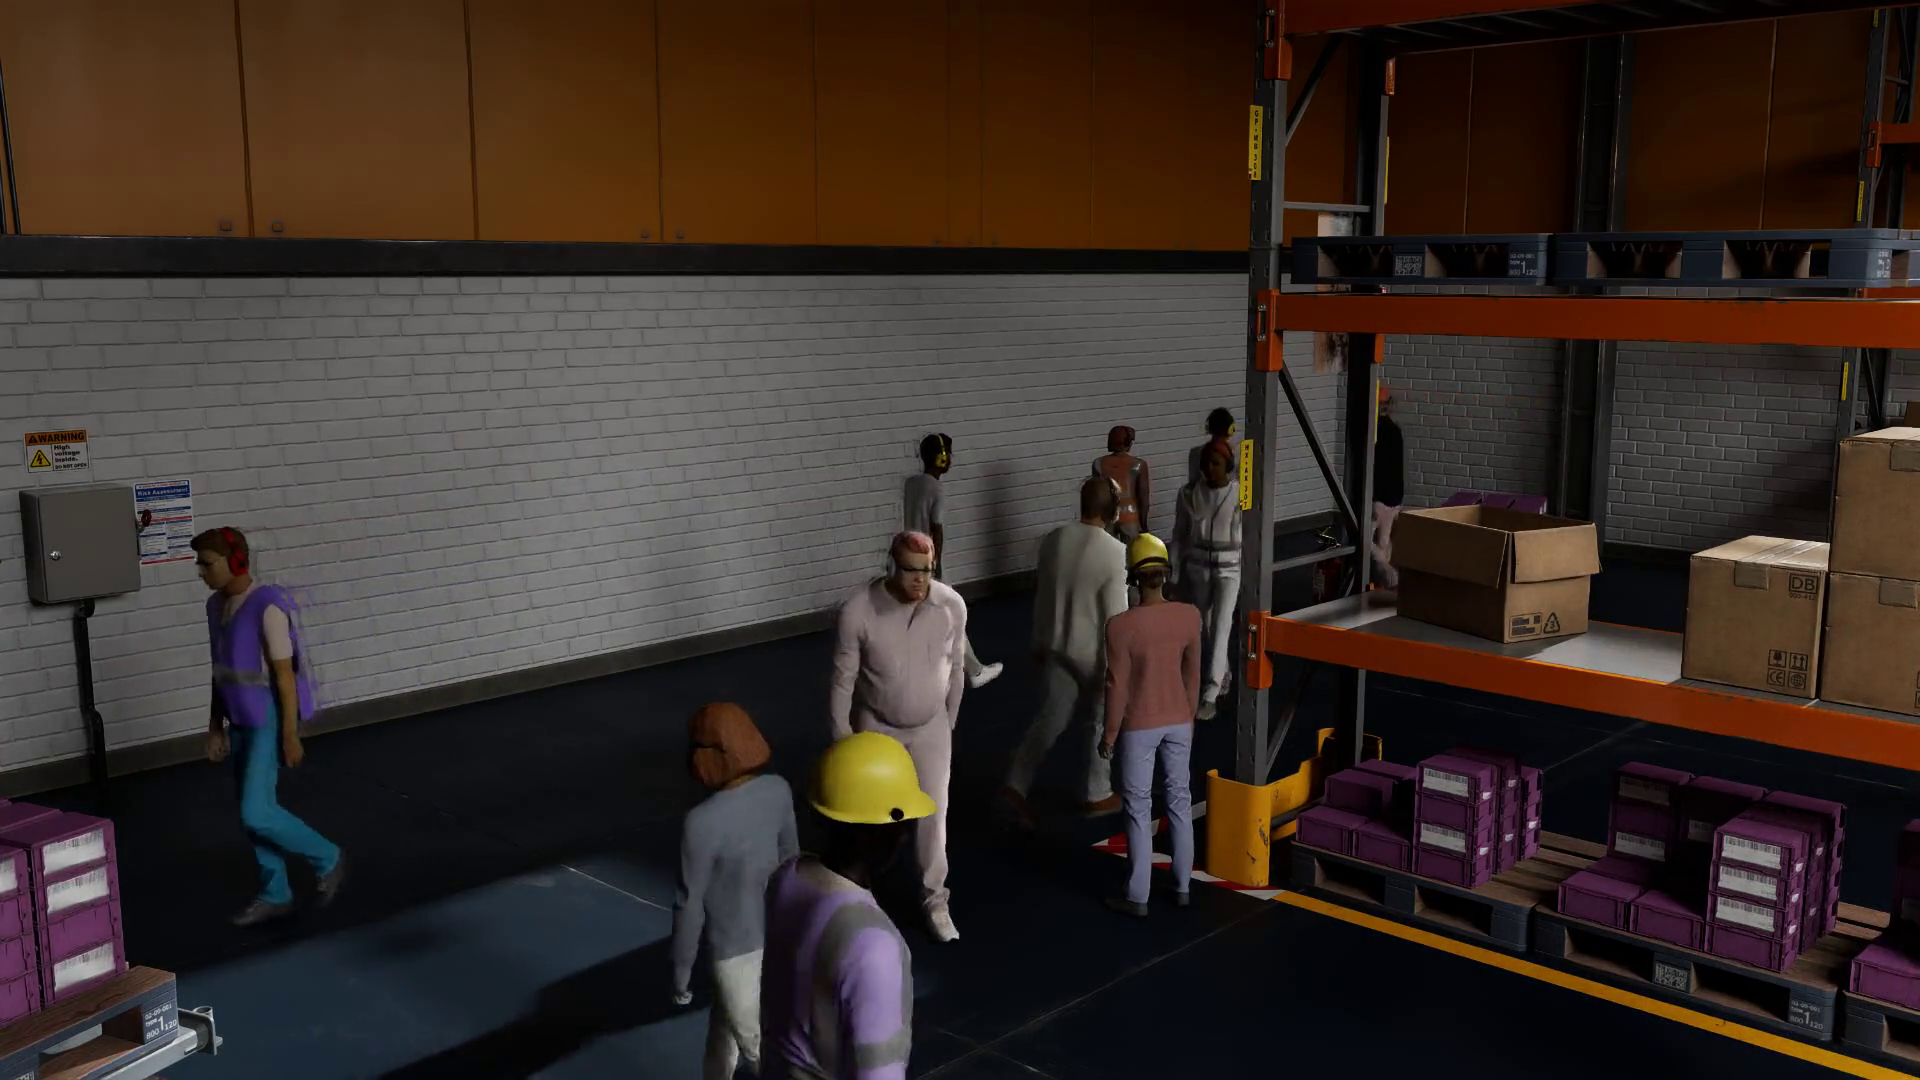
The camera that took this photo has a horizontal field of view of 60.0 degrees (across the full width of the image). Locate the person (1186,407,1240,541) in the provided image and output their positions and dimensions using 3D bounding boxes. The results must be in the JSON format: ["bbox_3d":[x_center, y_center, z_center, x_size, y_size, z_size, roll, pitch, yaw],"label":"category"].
[{"bbox_3d":[2.111,-0.179,13.688,0.496,1.827,0.976,4,10,25],"label":"person"}]

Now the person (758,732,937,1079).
[{"bbox_3d":[-0.304,1.370,3.937,0.415,1.912,0.703,-6,11,-34],"label":"person"}]

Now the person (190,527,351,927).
[{"bbox_3d":[-3.133,0.835,7.462,0.603,1.819,0.475,8,12,42],"label":"person"}]

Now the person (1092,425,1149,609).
[{"bbox_3d":[1.347,-0.149,14.061,0.515,1.636,0.315,4,10,25],"label":"person"}]

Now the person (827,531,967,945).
[{"bbox_3d":[-0.305,0.816,7.661,0.659,1.813,1.156,-3,10,-16],"label":"person"}]

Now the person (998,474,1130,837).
[{"bbox_3d":[0.557,0.605,8.685,0.940,1.902,0.670,-9,13,-43],"label":"person"}]

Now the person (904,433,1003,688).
[{"bbox_3d":[-0.165,0.176,11.532,0.961,1.818,0.541,-7,12,-37],"label":"person"}]

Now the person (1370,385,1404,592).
[{"bbox_3d":[3.623,-0.363,14.379,0.529,1.963,0.644,7,11,35],"label":"person"}]

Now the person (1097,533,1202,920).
[{"bbox_3d":[0.860,0.847,7.585,0.523,1.761,0.328,-5,10,-27],"label":"person"}]

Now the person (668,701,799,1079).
[{"bbox_3d":[-0.684,1.297,5.329,0.856,1.591,0.511,5,11,30],"label":"person"}]

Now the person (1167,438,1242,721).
[{"bbox_3d":[1.725,0.221,11.208,0.604,1.843,0.973,4,10,25],"label":"person"}]
